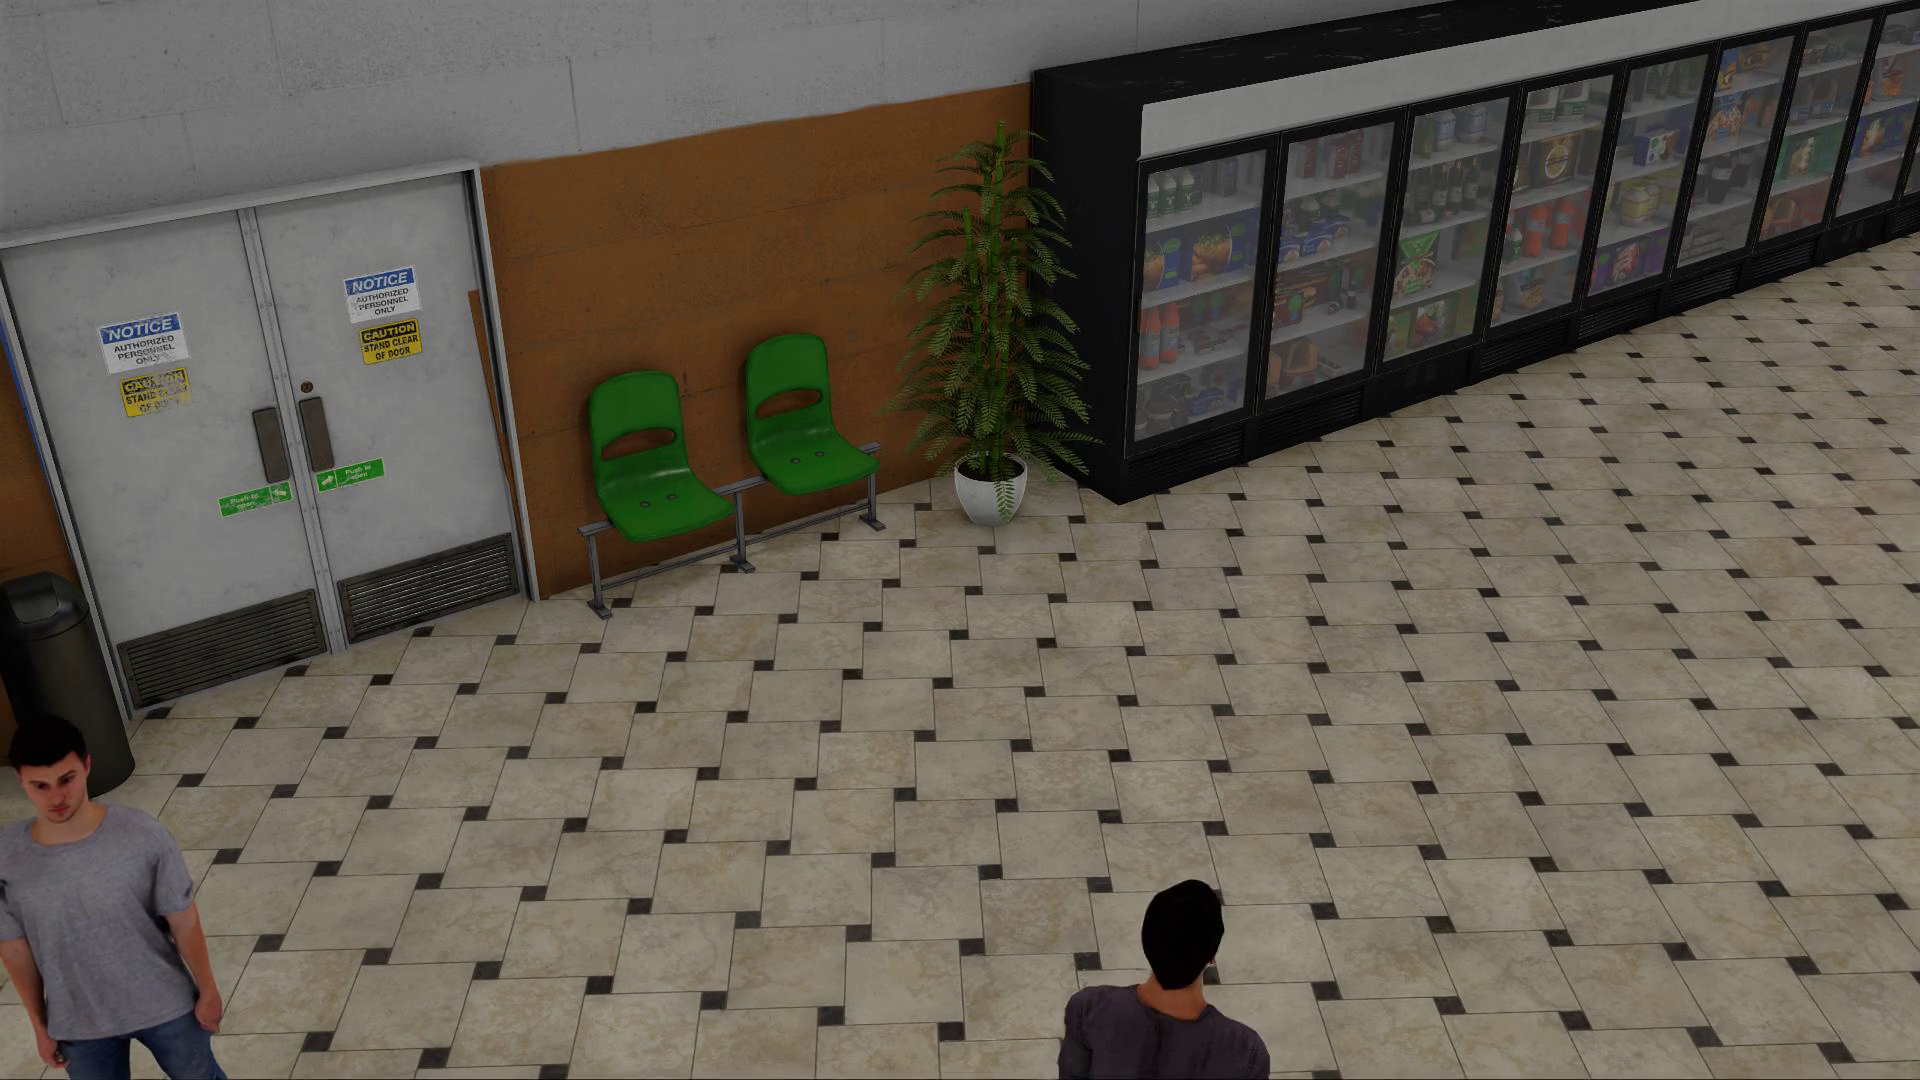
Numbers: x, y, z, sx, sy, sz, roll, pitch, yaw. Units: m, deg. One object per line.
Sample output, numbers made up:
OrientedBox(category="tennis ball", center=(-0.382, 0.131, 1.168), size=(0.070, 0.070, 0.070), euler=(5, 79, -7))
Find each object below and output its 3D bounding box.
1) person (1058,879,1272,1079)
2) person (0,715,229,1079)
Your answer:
OrientedBox(category="person", center=(0.447, 1.701, 4.185), size=(1.163, 1.803, 1.188), euler=(7, 29, 12))
OrientedBox(category="person", center=(-2.447, 1.296, 4.848), size=(0.750, 1.880, 0.702), euler=(-8, 30, -15))
